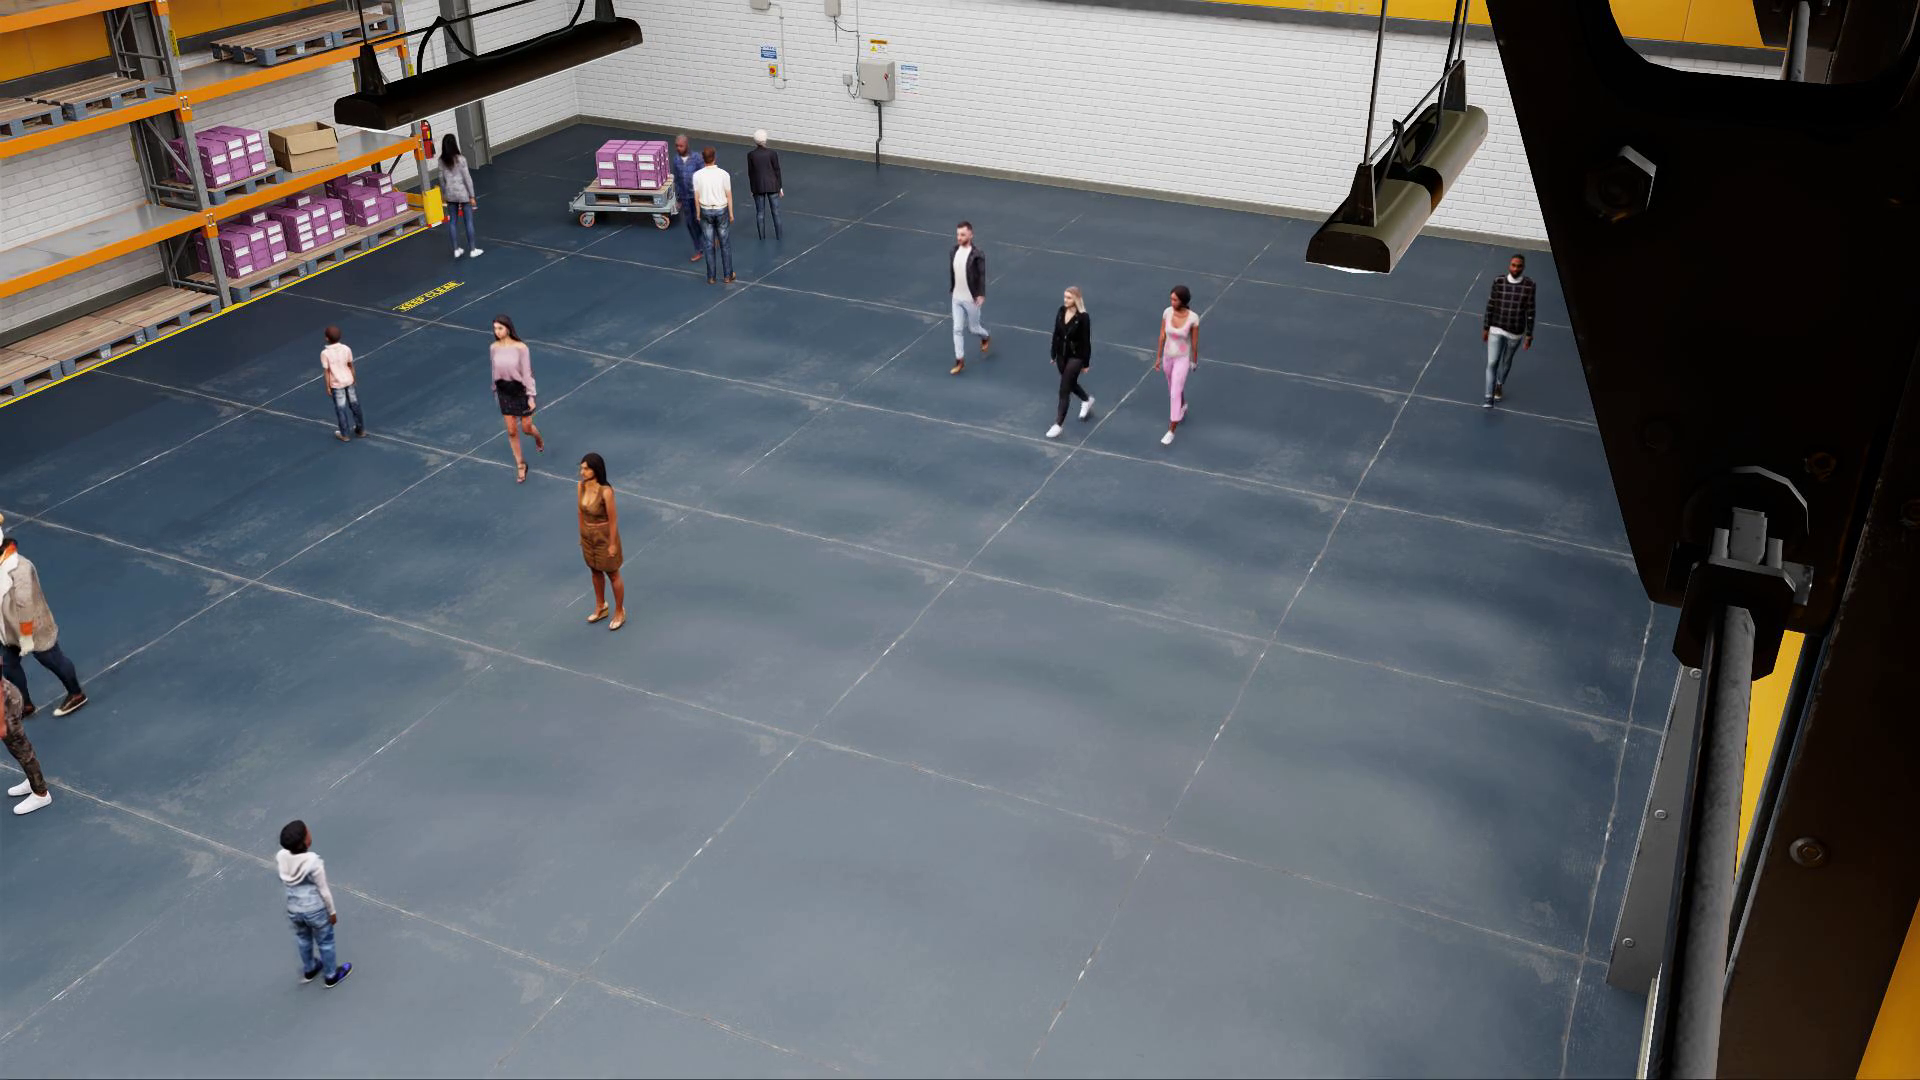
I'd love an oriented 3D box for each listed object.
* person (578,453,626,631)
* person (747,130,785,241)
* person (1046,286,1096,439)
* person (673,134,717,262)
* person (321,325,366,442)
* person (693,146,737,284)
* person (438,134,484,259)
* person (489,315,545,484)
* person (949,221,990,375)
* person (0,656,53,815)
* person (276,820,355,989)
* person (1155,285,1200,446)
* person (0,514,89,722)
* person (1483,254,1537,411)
[{"bbox_3d":[-3.145,-0.001,14.566,0.592,1.690,0.549,18,33,29],"label":"person"},{"bbox_3d":[-2.779,-5.091,24.170,0.807,1.782,0.714,1,29,3],"label":"person"},{"bbox_3d":[1.268,-1.995,18.256,0.837,1.655,1.189,23,36,36],"label":"person"},{"bbox_3d":[-3.695,-4.824,23.297,0.718,1.794,0.734,9,30,16],"label":"person"},{"bbox_3d":[-6.734,-1.717,18.109,0.509,1.308,0.608,-25,38,-38],"label":"person"},{"bbox_3d":[-3.319,-4.391,22.439,0.752,1.856,0.741,-1,29,-2],"label":"person"},{"bbox_3d":[-7.080,-4.853,23.416,0.671,1.732,0.610,5,29,9],"label":"person"},{"bbox_3d":[-4.555,-1.486,17.174,0.759,1.798,0.913,5,29,9],"label":"person"},{"bbox_3d":[0.121,-2.904,19.756,0.726,1.814,1.044,17,33,28],"label":"person"},{"bbox_3d":[-7.069,1.243,12.275,0.677,1.699,0.658,-17,33,-28],"label":"person"},{"bbox_3d":[-4.204,2.343,10.718,0.492,1.258,0.510,8,30,14],"label":"person"},{"bbox_3d":[2.393,-1.970,18.165,0.665,1.699,1.183,17,33,28],"label":"person"},{"bbox_3d":[-7.410,0.579,13.315,0.693,1.869,0.830,12,31,21],"label":"person"},{"bbox_3d":[6.215,-2.395,18.865,0.795,1.774,1.190,9,30,16],"label":"person"}]
